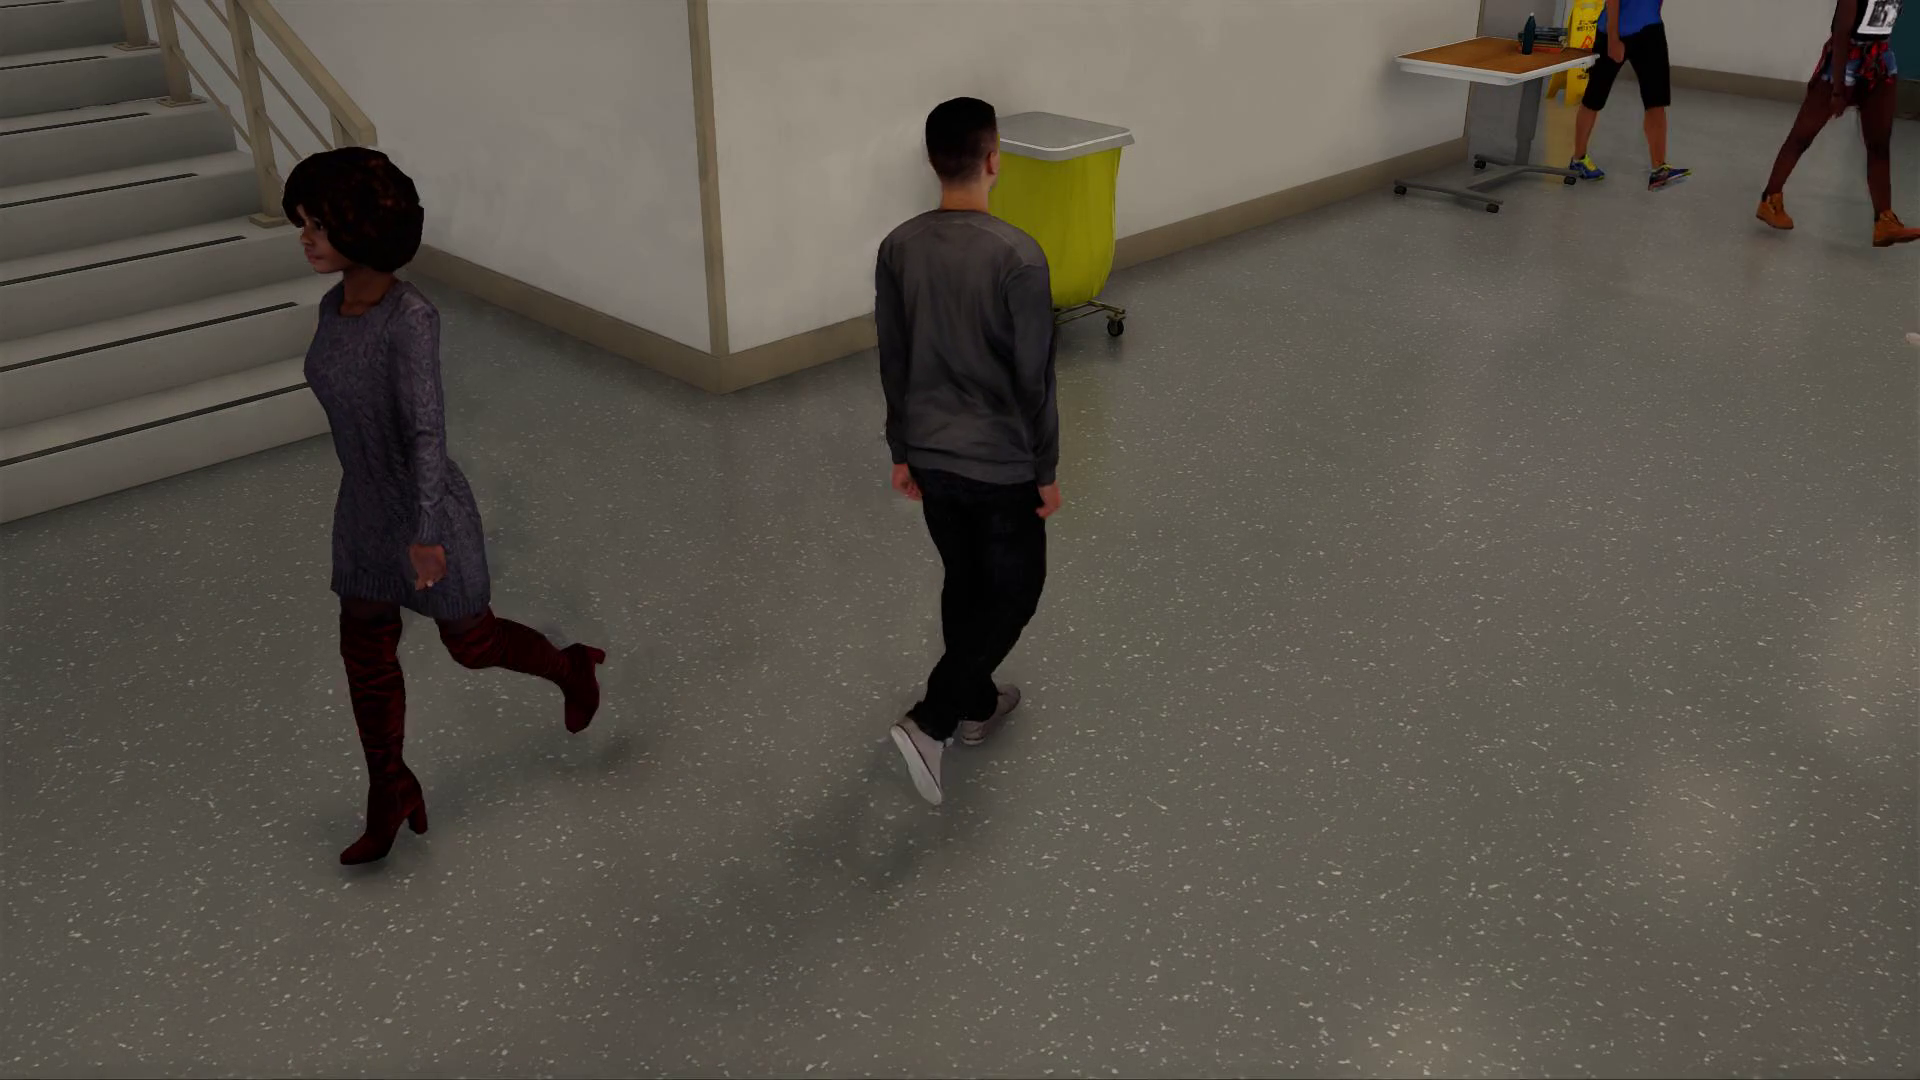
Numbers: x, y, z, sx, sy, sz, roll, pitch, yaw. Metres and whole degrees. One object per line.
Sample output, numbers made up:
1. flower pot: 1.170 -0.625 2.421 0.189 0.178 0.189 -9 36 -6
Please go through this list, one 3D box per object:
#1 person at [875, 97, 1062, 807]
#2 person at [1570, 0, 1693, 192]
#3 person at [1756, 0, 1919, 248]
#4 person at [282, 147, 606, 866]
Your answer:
1. person: 0.004 -0.166 4.072 0.963 1.747 0.827 14 29 27
2. person: 3.914 -3.024 9.904 0.989 1.828 1.221 -8 27 -15
3. person: 4.641 -2.421 8.829 0.921 1.676 1.240 -10 28 -20
4. person: -1.223 -0.061 3.923 0.999 1.686 0.743 18 31 33
